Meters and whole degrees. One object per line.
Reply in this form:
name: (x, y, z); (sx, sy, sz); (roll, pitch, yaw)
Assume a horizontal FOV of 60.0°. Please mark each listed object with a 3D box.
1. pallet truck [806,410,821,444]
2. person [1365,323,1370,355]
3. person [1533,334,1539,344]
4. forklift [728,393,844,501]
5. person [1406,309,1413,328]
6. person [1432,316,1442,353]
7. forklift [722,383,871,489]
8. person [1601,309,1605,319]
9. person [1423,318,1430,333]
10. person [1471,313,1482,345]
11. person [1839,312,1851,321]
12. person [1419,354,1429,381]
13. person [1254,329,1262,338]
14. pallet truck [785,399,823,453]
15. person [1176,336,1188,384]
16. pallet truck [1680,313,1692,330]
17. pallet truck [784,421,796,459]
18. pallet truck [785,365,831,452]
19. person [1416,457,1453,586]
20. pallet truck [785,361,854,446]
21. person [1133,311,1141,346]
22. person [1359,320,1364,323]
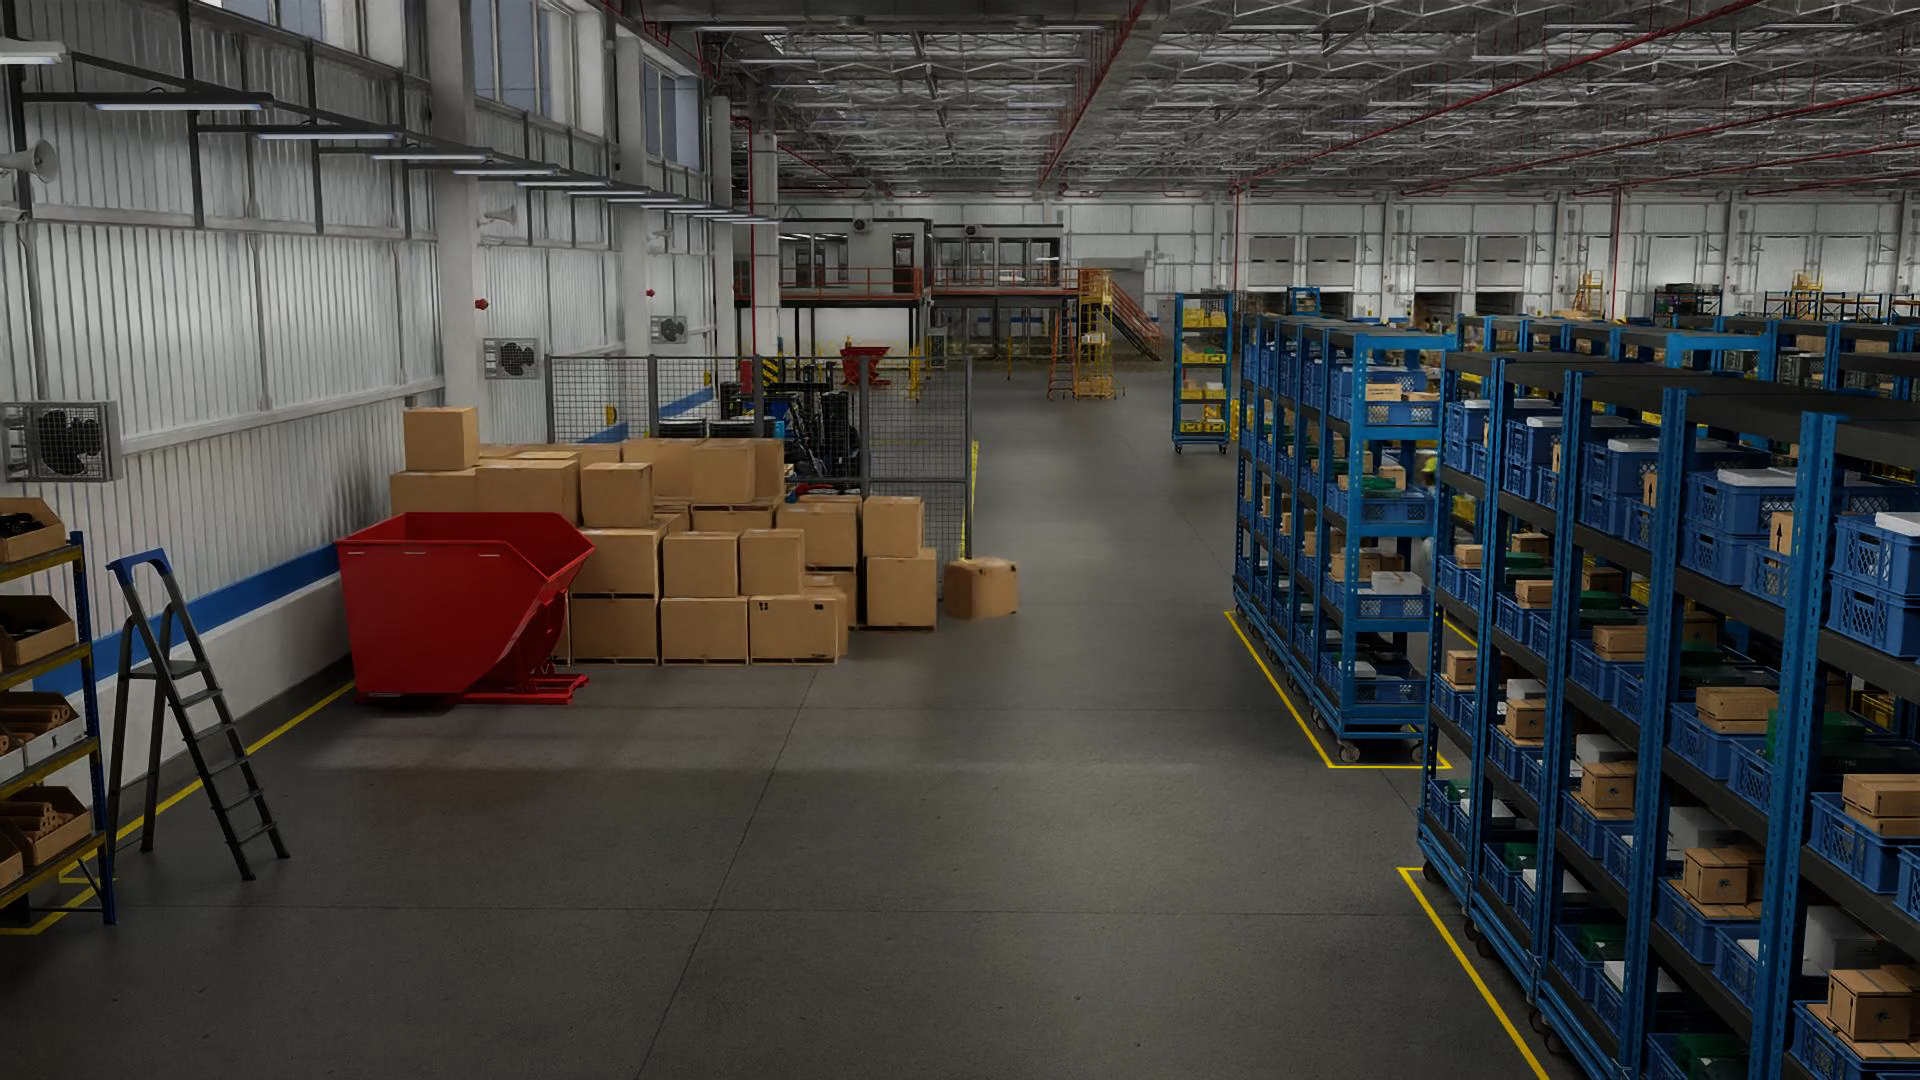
pallet truck: (-3.559, -2.018, 33.905); (1.522, 1.261, 0.704); (0, 9, -1)
person: (16.544, -7.882, 67.982); (1.053, 1.985, 0.607); (7, 11, 36)
person: (21.921, -7.302, 64.191); (0.686, 2.000, 0.535); (6, 11, 33)
forklift: (-2.979, -1.316, 26.476); (2.680, 1.987, 1.157); (0, 9, 1)
person: (25.663, -12.216, 94.903); (0.405, 1.912, 0.661); (2, 9, 14)
person: (23.699, -10.192, 82.691); (0.432, 1.832, 0.638); (-1, 9, -9)
forklift: (-2.893, -1.687, 28.729); (2.680, 1.987, 1.157); (0, 9, -1)
person: (36.380, -12.086, 93.838); (0.388, 1.996, 0.612); (0, 9, 1)
person: (24.449, -10.796, 86.931); (0.854, 1.649, 0.541); (-4, 10, -24)
person: (28.544, -11.611, 91.647); (0.686, 1.740, 0.554); (0, 9, -1)
person: (48.508, -11.588, 91.231); (0.588, 1.845, 0.897); (6, 11, 34)
person: (12.717, -4.193, 45.693); (0.963, 1.816, 0.516); (-2, 10, -14)
person: (13.225, -8.669, 73.100); (0.958, 1.876, 0.616); (-7, 12, -37)
pallet truck: (-3.814, -2.432, 36.419); (1.630, 1.274, 0.653); (0, 9, 1)
person: (8.027, -6.546, 60.398); (0.524, 1.760, 0.327); (1, 9, 9)
pallet truck: (36.315, -10.531, 84.244); (0.823, 1.965, 1.885); (-6, 11, -33)
pallet truck: (-4.013, -1.793, 32.705); (1.601, 1.201, 0.680); (0, 9, 1)
pallet truck: (-3.774, -2.976, 37.635); (1.885, 1.965, 0.823); (1, 9, 5)
person: (5.781, -0.125, 20.617); (0.733, 1.807, 0.624); (1, 9, 5)
pallet truck: (-3.410, -3.193, 38.978); (1.885, 1.965, 0.823); (0, 9, -1)
person: (9.598, -11.443, 90.023); (0.617, 1.943, 0.395); (-8, 12, -42)
person: (18.315, -9.136, 75.994); (1.009, 1.885, 0.647); (-5, 11, -30)
